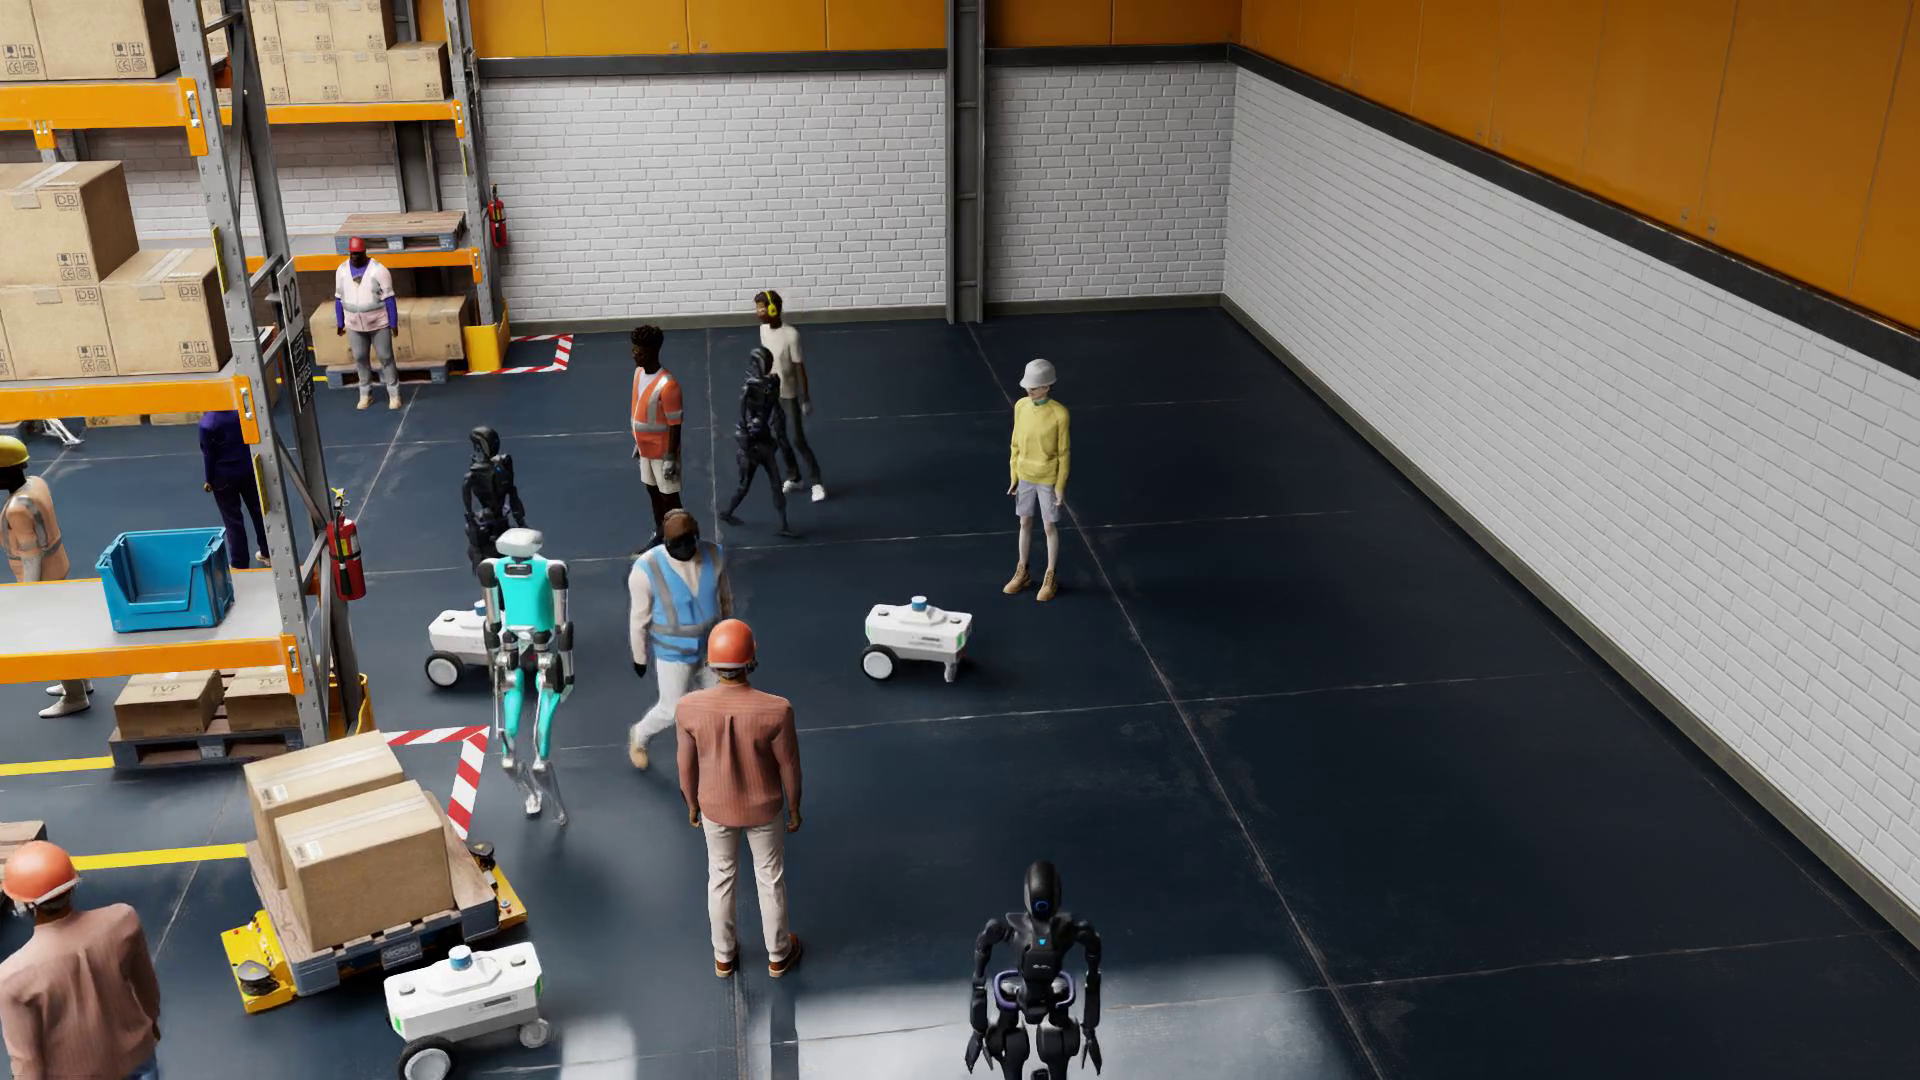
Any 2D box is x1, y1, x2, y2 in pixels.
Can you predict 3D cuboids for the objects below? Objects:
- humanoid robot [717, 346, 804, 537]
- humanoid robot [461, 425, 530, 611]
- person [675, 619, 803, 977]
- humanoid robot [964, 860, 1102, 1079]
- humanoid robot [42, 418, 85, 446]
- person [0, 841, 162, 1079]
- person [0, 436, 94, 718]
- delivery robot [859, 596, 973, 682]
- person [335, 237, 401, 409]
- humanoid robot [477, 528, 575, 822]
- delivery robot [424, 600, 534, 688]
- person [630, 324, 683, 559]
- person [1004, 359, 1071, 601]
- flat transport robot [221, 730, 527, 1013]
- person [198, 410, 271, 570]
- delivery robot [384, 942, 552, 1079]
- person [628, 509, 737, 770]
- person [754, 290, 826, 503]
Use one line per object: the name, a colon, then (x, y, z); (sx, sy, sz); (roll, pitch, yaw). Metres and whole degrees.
humanoid robot: (-1.663, -0.813, 13.575); (0.811, 1.618, 0.590); (12, 26, 25)
humanoid robot: (-3.258, -0.034, 11.717); (0.328, 1.652, 0.599); (10, 26, 22)
person: (-1.081, 1.303, 8.282); (0.610, 1.997, 0.376); (1, 24, 3)
humanoid robot: (0.303, 2.005, 7.086); (0.583, 1.635, 0.597); (-1, 24, -3)
humanoid robot: (-8.547, -1.692, 15.374); (0.864, 1.746, 0.558); (7, 25, 15)
person: (-3.505, 2.038, 6.662); (1.044, 1.933, 0.646); (16, 28, 32)
person: (-5.990, 0.233, 10.802); (0.366, 1.928, 0.585); (-7, 25, -15)
delivery robot: (-0.298, 0.666, 11.514); (0.754, 0.587, 0.524); (6, 24, 12)
person: (-5.855, -2.135, 16.429); (0.610, 1.748, 0.419); (0, 24, -1)
humanoid robot: (-2.530, 0.883, 9.623); (0.530, 1.830, 0.719); (2, 24, 5)
delivery robot: (-3.267, 0.692, 11.434); (0.742, 0.570, 0.499); (3, 24, 7)
person: (-2.362, -0.723, 12.934); (0.367, 1.966, 0.604); (-18, 29, -35)
person: (0.588, -0.461, 12.441); (0.471, 1.886, 0.398); (13, 27, 26)
flat transport robot: (-3.098, 2.015, 8.806); (1.431, 0.231, 0.659); (-14, 27, -29)
person: (-5.637, -0.506, 12.865); (0.353, 1.618, 0.457); (14, 27, 29)
delivery robot: (-2.373, 2.207, 7.975); (0.745, 0.565, 0.499); (-10, 26, -22)
person: (-1.695, 0.617, 10.070); (0.604, 1.819, 0.637); (22, 32, 40)
person: (-1.459, -1.232, 14.267); (0.688, 1.828, 0.382); (20, 31, 39)
